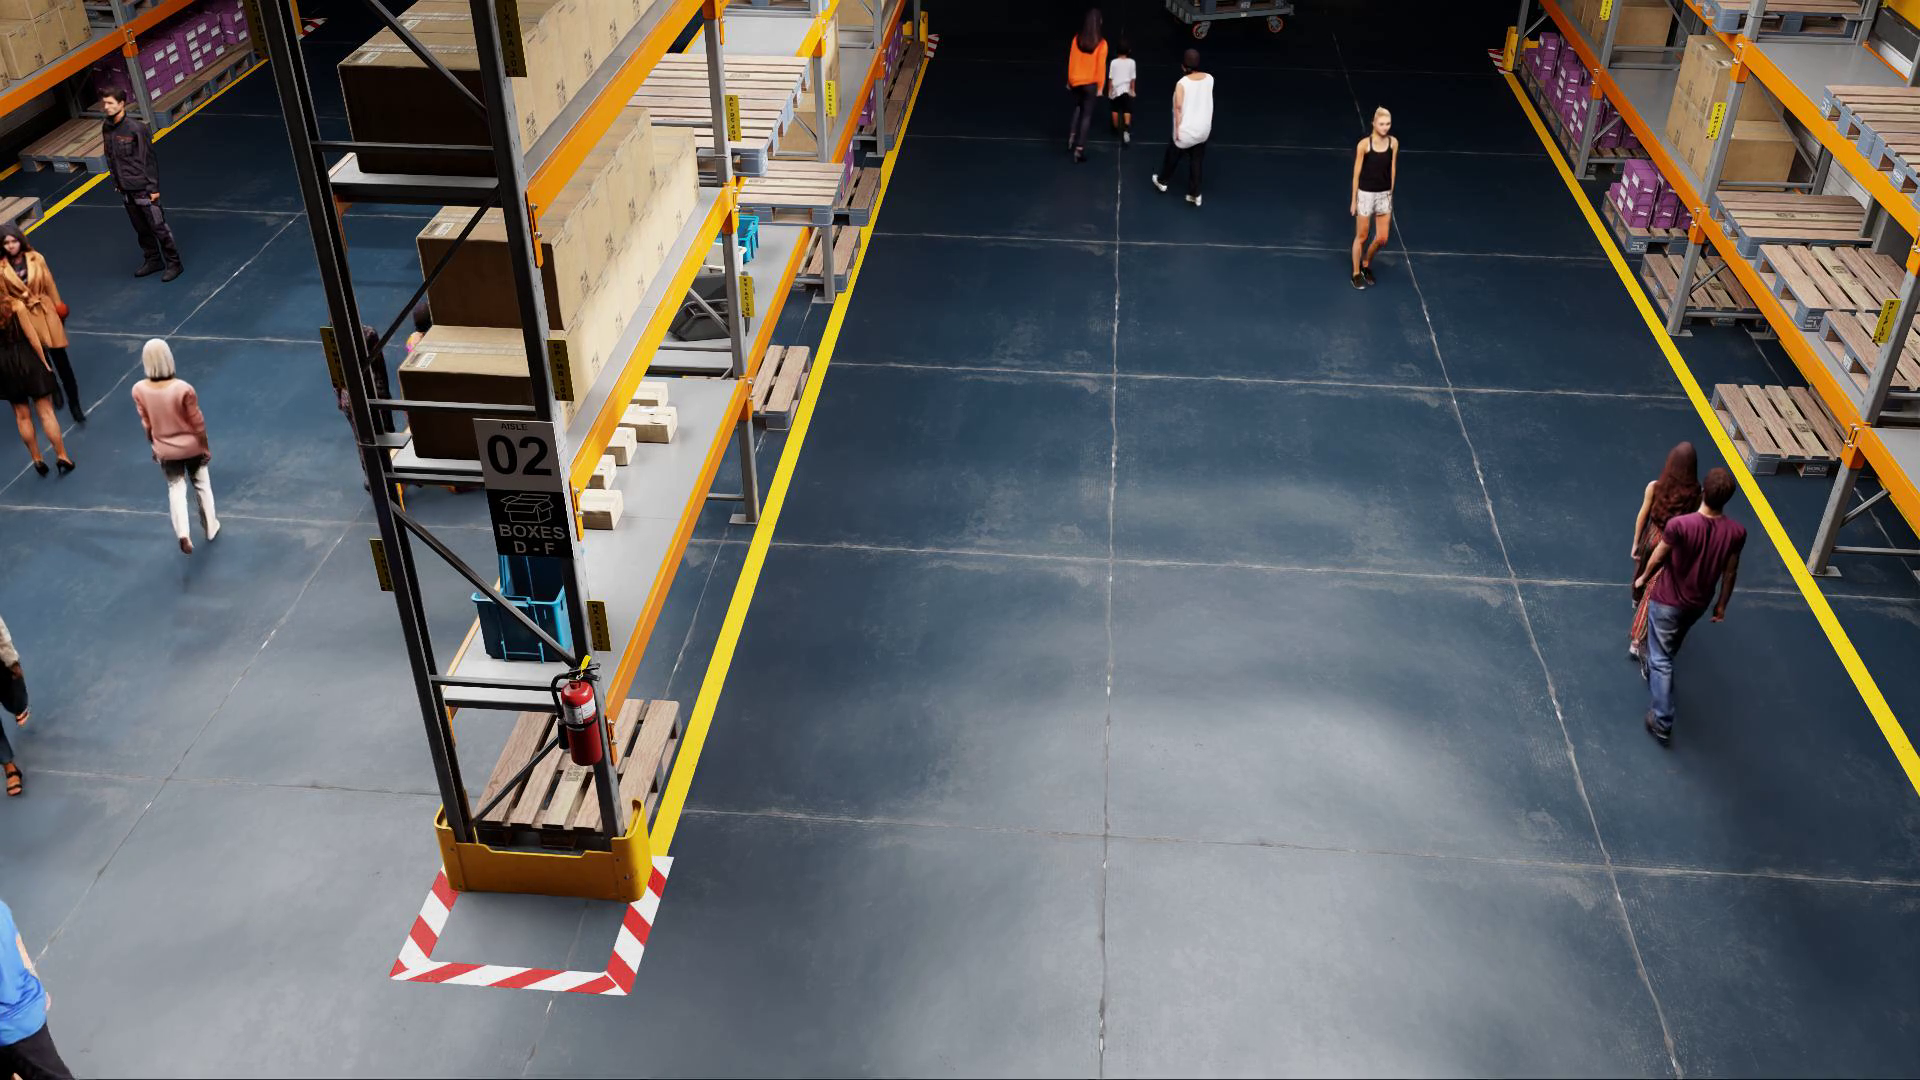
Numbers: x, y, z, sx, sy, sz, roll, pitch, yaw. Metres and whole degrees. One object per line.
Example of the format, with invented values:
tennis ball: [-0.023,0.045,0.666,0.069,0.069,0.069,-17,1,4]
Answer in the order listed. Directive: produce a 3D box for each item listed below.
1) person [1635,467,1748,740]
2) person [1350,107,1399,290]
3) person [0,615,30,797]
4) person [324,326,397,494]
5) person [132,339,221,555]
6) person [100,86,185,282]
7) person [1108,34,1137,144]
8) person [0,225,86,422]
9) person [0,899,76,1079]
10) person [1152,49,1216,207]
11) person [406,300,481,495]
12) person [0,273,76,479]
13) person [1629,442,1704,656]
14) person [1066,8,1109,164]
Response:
person: [4.607,0.432,10.579,0.713,1.804,1.162,0,34,-1]
person: [4.011,-3.388,16.302,0.687,1.831,0.680,-5,34,-8]
person: [-6.009,0.747,10.236,0.911,1.659,1.052,-15,37,-22]
person: [-4.659,-1.129,13.005,0.668,1.717,0.700,-16,37,-23]
person: [-5.797,-0.655,12.294,0.731,1.715,0.936,-5,34,-7]
person: [-8.115,-3.533,16.418,0.762,1.944,0.696,12,35,18]
person: [1.934,-5.355,19.791,0.606,1.245,0.852,-5,34,-7]
person: [-7.881,-1.882,14.157,0.998,1.696,1.097,-17,37,-24]
person: [-4.335,2.252,7.809,0.864,1.838,1.034,-7,34,-11]
person: [2.529,-4.446,18.049,0.931,1.658,1.103,-14,36,-20]
person: [-4.121,-1.094,13.003,1.038,1.662,0.983,-22,40,-30]
person: [-7.470,-1.335,13.209,0.647,1.835,0.633,-8,34,-12]
person: [4.813,0.071,11.373,0.853,1.525,1.117,17,37,24]
person: [1.408,-5.215,19.146,0.769,1.725,0.820,24,40,31]
